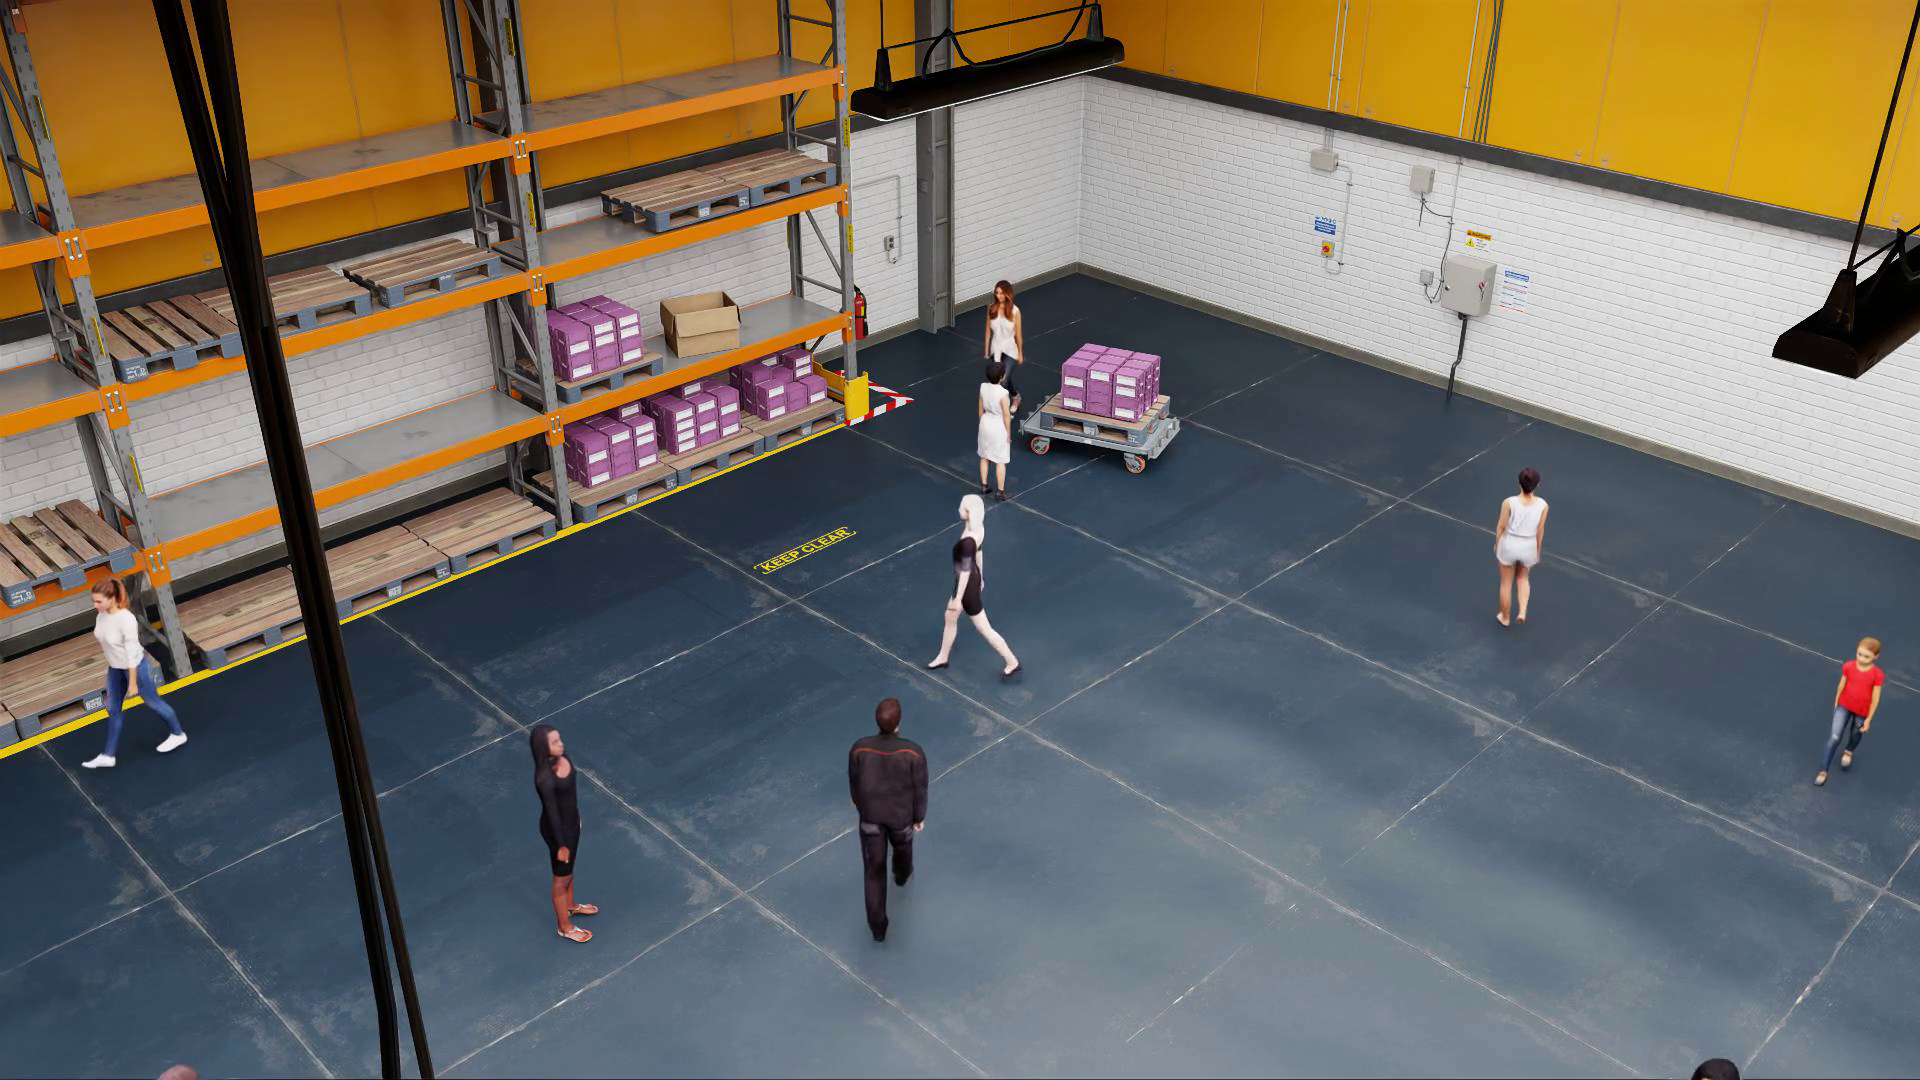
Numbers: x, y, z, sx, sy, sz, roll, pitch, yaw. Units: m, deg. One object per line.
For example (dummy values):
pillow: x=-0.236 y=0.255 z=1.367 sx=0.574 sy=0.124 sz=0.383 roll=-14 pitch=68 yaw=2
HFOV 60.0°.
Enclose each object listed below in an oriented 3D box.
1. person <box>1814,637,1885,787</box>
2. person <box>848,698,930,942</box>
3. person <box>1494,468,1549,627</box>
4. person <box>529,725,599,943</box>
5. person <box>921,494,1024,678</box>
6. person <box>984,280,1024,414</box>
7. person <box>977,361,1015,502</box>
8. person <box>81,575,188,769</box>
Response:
person: x=7.188 y=1.337 z=13.316 sx=0.538 sy=1.270 sz=0.943 roll=21 pitch=35 yaw=33
person: x=-0.531 y=1.971 z=11.605 sx=1.185 sy=1.796 sz=1.258 roll=1 pitch=29 yaw=2
person: x=5.110 y=0.113 z=15.208 sx=0.712 sy=1.609 sz=0.772 roll=3 pitch=29 yaw=5
person: x=-2.778 y=2.016 z=11.603 sx=0.734 sy=1.720 sz=0.674 roll=0 pitch=29 yaw=0
person: x=0.177 y=0.456 z=14.391 sx=1.102 sy=1.788 sz=1.149 roll=5 pitch=29 yaw=8
person: x=0.549 y=-2.175 z=19.256 sx=0.793 sy=1.749 sz=1.156 roll=16 pitch=33 yaw=27
person: x=0.367 y=-1.161 z=17.599 sx=0.570 sy=1.555 sz=0.535 roll=21 pitch=35 yaw=33
person: x=-6.619 y=1.024 z=13.451 sx=0.731 sy=1.691 sz=1.064 roll=20 pitch=34 yaw=32
